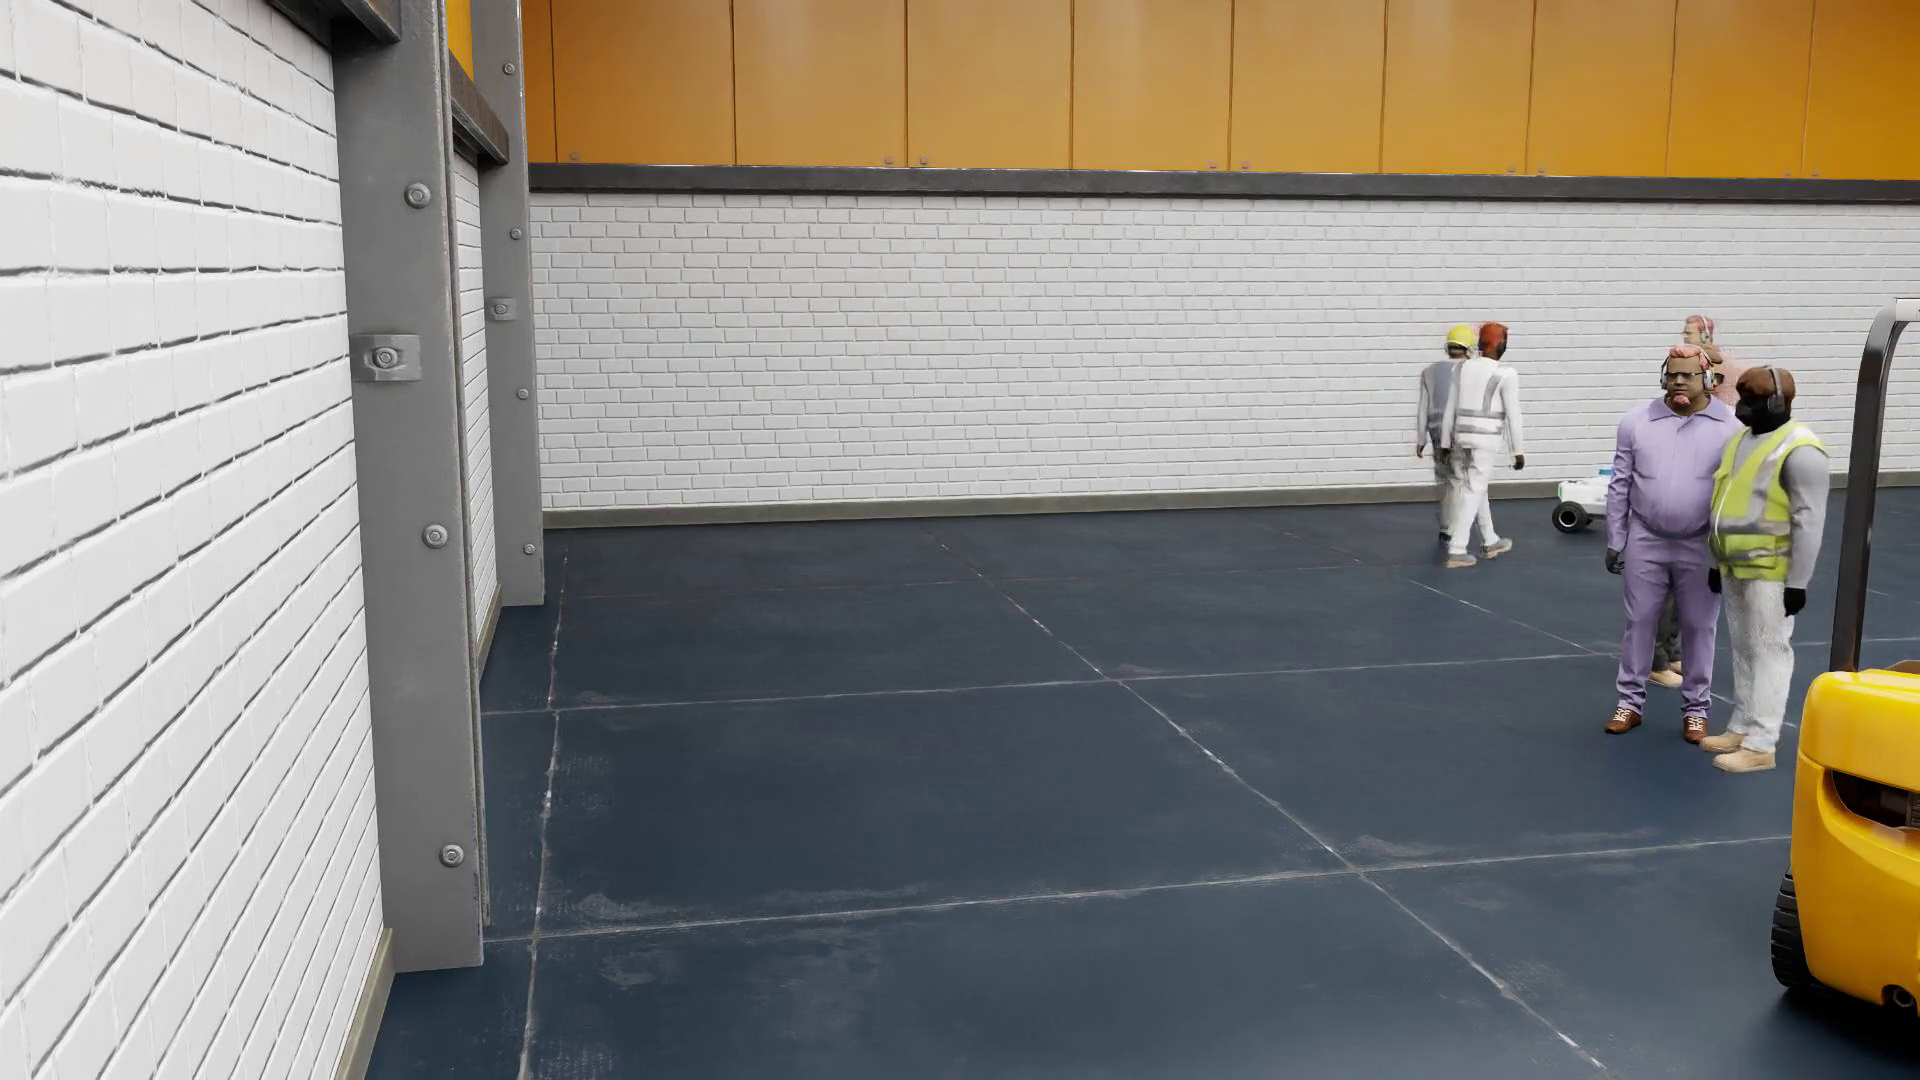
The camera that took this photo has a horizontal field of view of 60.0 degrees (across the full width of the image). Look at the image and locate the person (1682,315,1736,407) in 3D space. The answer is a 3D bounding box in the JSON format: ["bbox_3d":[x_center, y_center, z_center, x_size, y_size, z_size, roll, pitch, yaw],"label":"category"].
[{"bbox_3d":[5.816,-0.836,13.241,0.431,1.888,0.646,0,9,-2],"label":"person"}]

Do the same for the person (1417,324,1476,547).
[{"bbox_3d":[4.062,-0.858,13.637,0.608,1.834,0.510,8,12,39],"label":"person"}]

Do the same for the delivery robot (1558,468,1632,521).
[{"bbox_3d":[5.495,-0.374,14.189,0.707,0.478,0.477,6,11,30],"label":"delivery robot"}]

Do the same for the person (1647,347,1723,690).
[{"bbox_3d":[3.926,-0.123,9.029,0.348,1.842,0.506,8,12,40],"label":"person"}]

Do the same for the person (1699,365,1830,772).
[{"bbox_3d":[3.620,0.124,7.547,0.428,1.840,0.634,-1,9,-4],"label":"person"}]

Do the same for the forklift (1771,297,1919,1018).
[{"bbox_3d":[3.542,0.334,5.177,2.313,2.155,1.214,-9,13,-43],"label":"forklift"}]

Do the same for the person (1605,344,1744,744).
[{"bbox_3d":[3.427,0.019,7.967,0.655,1.906,0.407,5,11,30],"label":"person"}]

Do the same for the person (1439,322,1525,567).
[{"bbox_3d":[4.054,-0.728,12.691,0.913,1.846,0.612,-6,11,-32],"label":"person"}]
